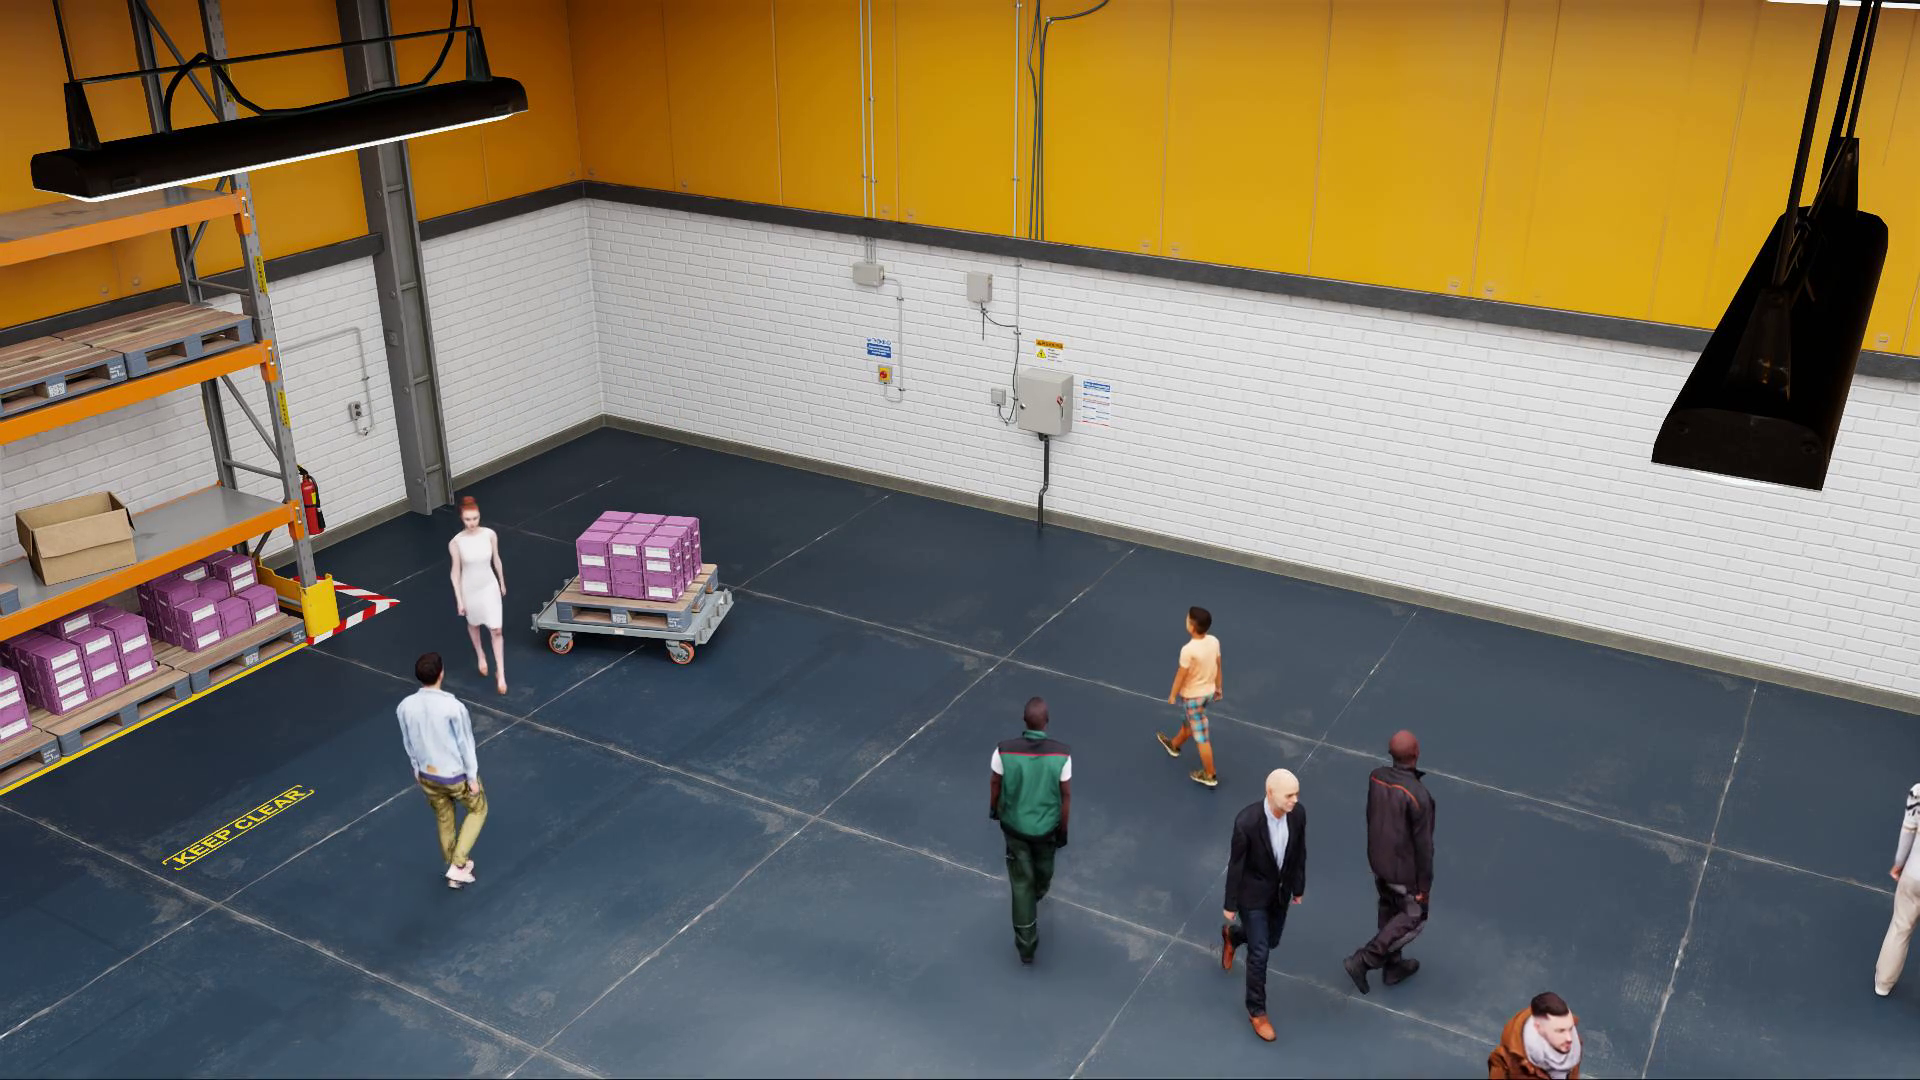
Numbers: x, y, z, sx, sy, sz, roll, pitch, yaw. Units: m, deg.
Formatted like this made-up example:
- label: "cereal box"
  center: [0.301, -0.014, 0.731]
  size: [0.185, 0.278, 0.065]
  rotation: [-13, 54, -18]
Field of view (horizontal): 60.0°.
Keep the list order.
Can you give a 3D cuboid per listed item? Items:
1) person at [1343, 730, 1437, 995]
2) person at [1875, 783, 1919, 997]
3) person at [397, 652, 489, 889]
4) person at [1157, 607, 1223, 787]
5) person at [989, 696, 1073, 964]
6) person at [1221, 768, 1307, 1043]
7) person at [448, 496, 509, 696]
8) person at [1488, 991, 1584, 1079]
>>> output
- label: "person"
  center: [2.690, 2.073, 10.492]
  size: [1.091, 1.800, 0.983]
  rotation: [-12, 26, -25]
- label: "person"
  center: [6.095, 2.096, 10.360]
  size: [0.675, 1.862, 0.745]
  rotation: [-21, 31, -39]
- label: "person"
  center: [-3.574, 1.650, 11.456]
  size: [0.797, 1.801, 0.810]
  rotation: [6, 24, 13]
- label: "person"
  center: [1.900, 1.233, 12.877]
  size: [0.956, 1.428, 0.807]
  rotation: [-19, 30, -36]
- label: "person"
  center: [0.454, 1.920, 10.852]
  size: [1.064, 1.791, 1.263]
  rotation: [0, 24, -1]
- label: "person"
  center: [1.853, 2.153, 10.341]
  size: [1.132, 1.774, 1.152]
  rotation: [-8, 25, -17]
- label: "person"
  center: [-4.151, 0.426, 14.308]
  size: [1.024, 1.761, 1.012]
  rotation: [-10, 26, -22]
- label: "person"
  center: [2.779, 2.991, 8.361]
  size: [1.076, 1.823, 1.084]
  rotation: [-11, 26, -23]
